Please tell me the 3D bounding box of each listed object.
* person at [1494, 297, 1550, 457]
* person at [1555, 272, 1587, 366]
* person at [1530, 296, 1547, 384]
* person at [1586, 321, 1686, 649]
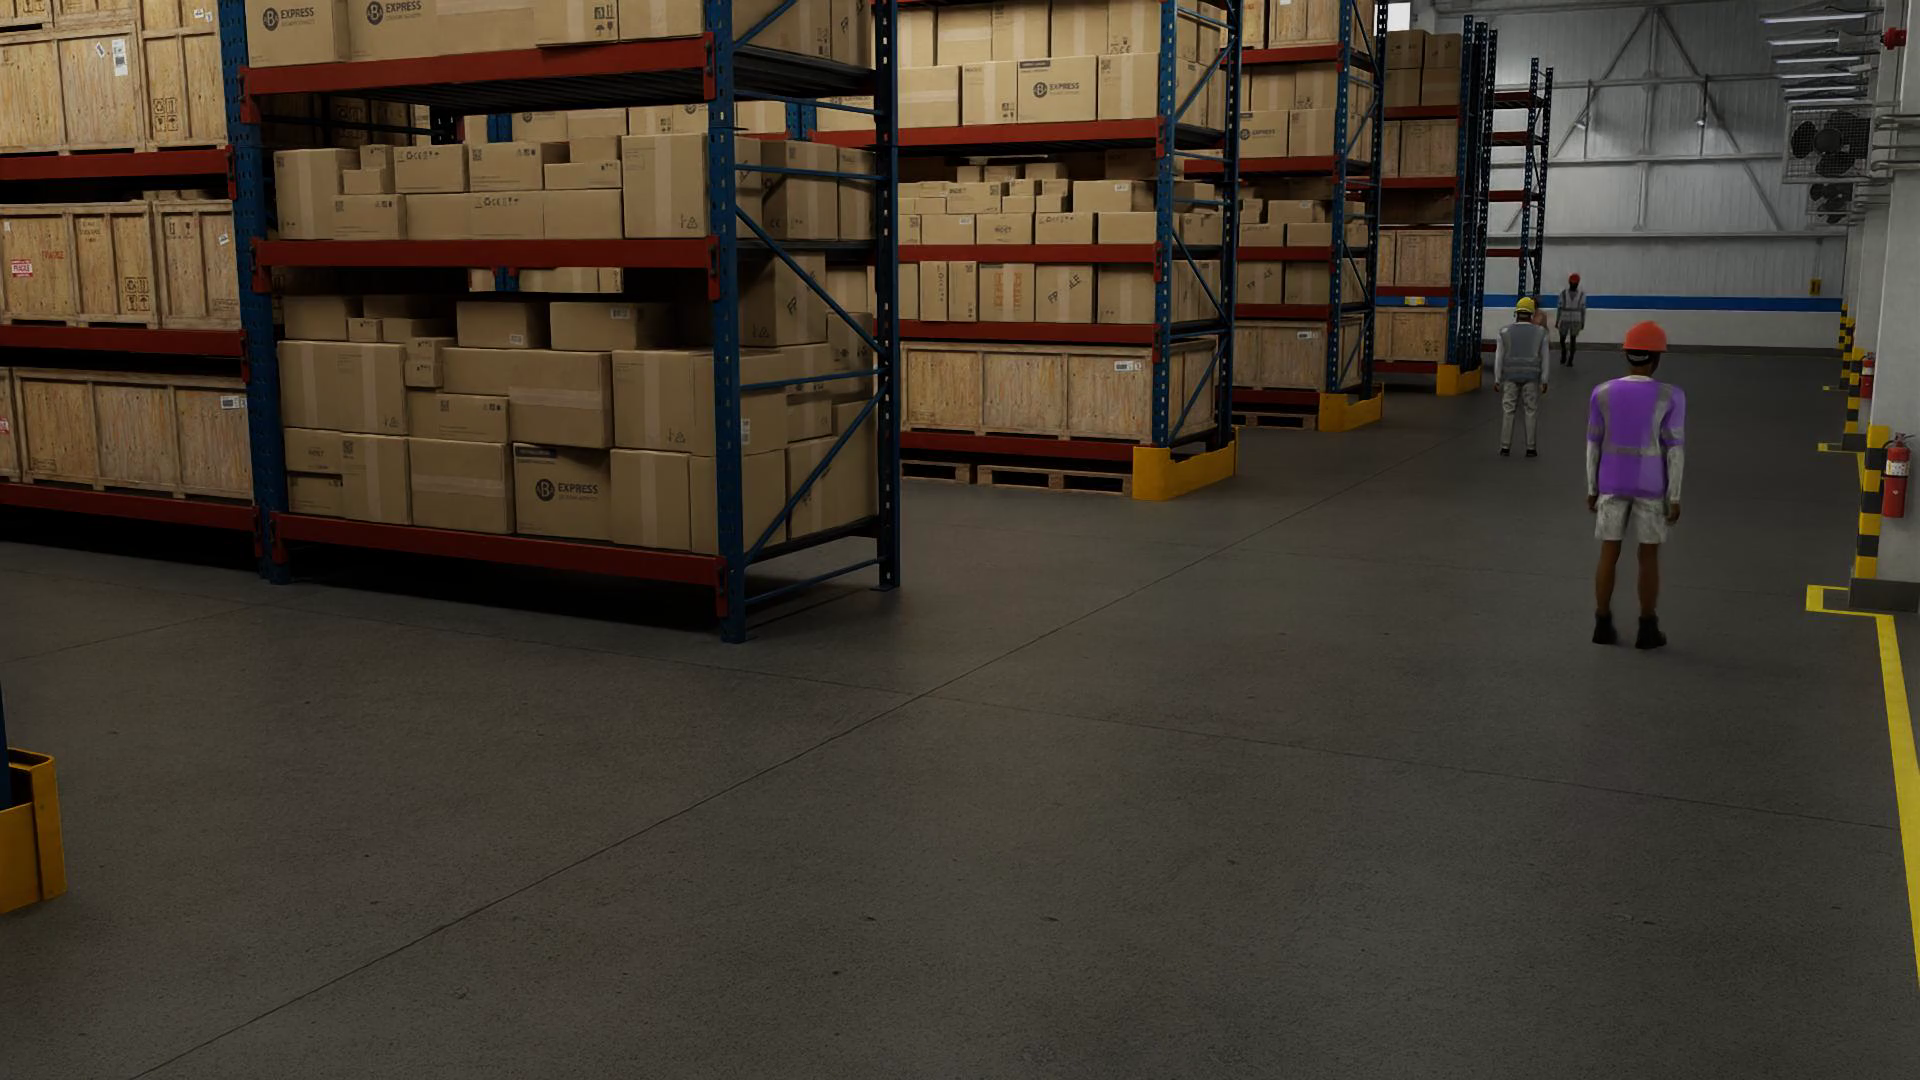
[{"bbox_3d":[6.433,-1.862,19.056,0.601,1.830,0.404,3,10,19],"label":"person"},{"bbox_3d":[12.554,-4.525,34.188,0.599,1.926,0.486,4,11,22],"label":"person"},{"bbox_3d":[9.571,-3.285,27.948,0.537,1.599,0.825,8,13,38],"label":"person"},{"bbox_3d":[3.994,-0.322,9.843,0.552,1.935,0.365,7,12,36],"label":"person"}]
